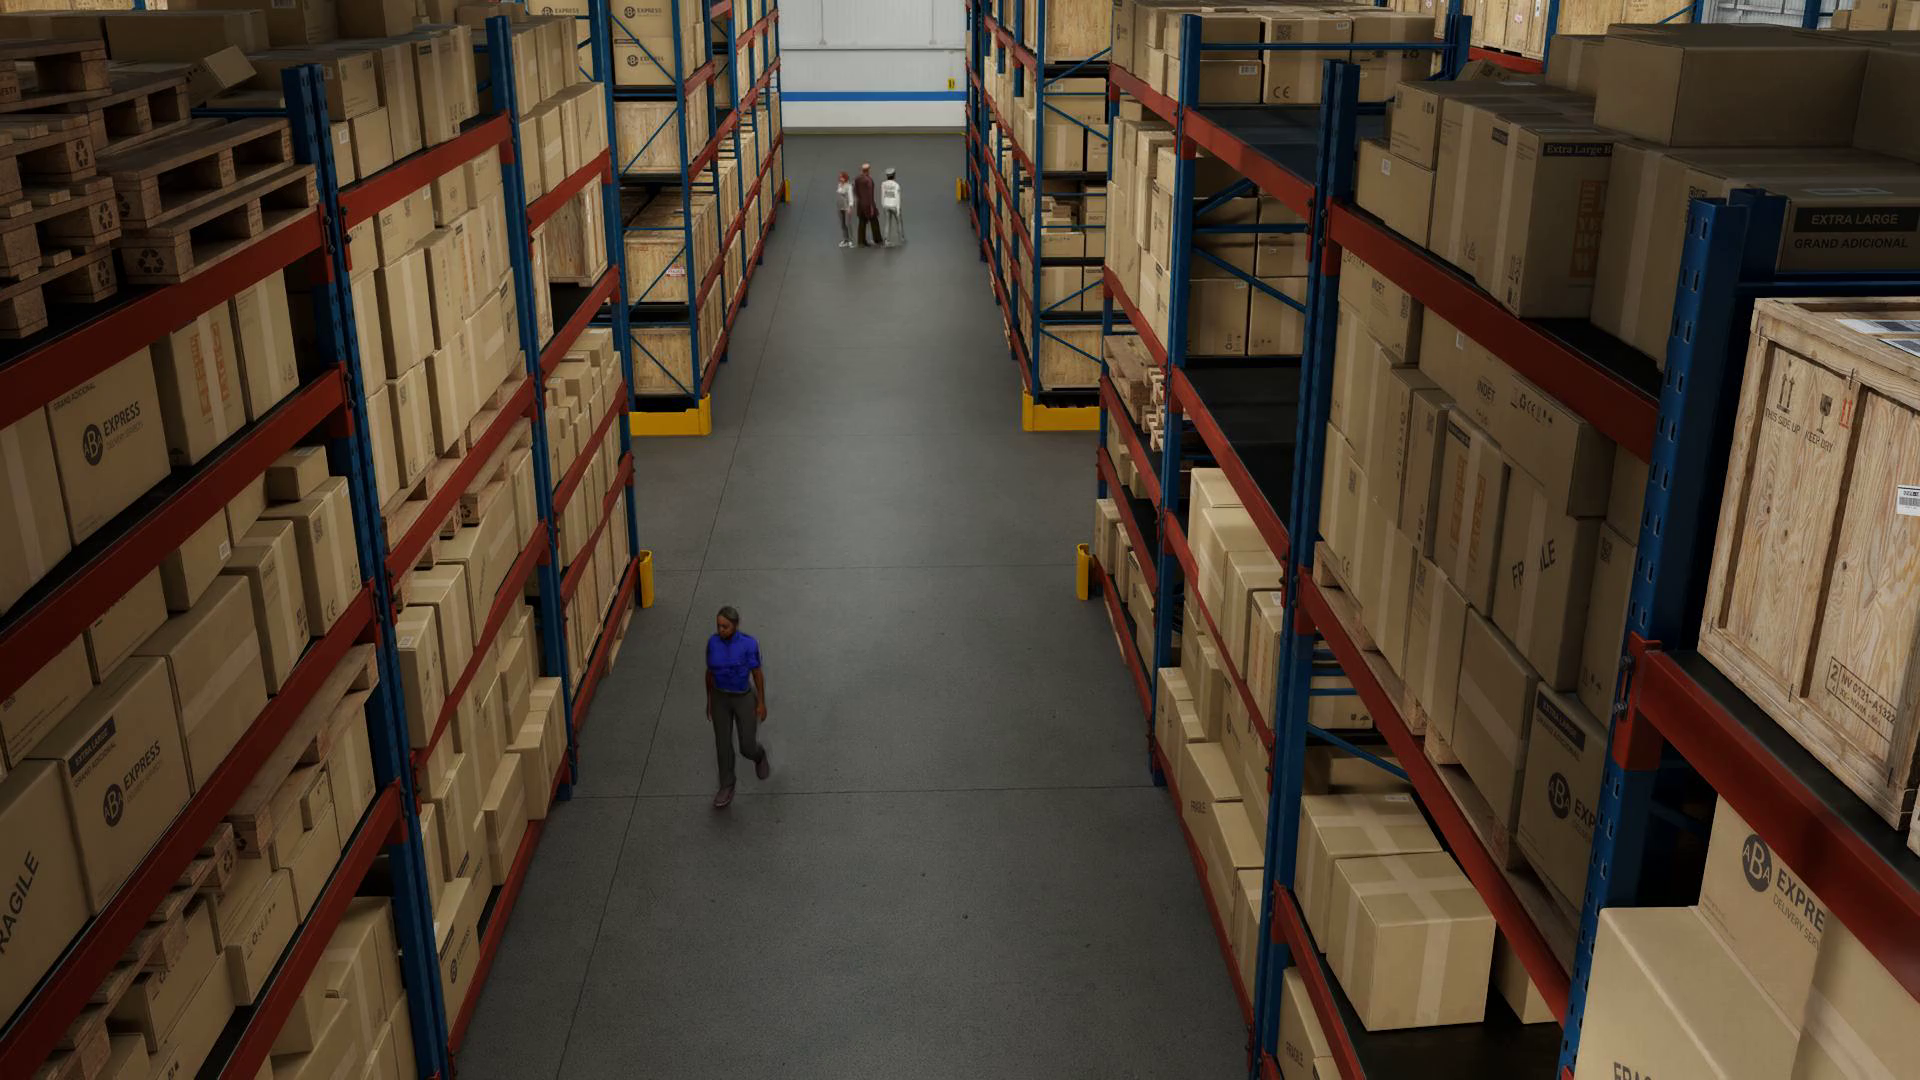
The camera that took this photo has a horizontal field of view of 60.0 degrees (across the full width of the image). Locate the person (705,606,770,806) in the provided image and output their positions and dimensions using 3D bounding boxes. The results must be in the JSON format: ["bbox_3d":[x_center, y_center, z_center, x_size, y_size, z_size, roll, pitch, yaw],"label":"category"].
[{"bbox_3d":[-1.766,1.270,13.192,0.494,1.665,0.549,5,21,13],"label":"person"}]

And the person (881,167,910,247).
[{"bbox_3d":[-1.419,-7.207,35.906,0.498,1.682,0.671,10,23,24],"label":"person"}]

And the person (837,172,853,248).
[{"bbox_3d":[-2.460,-7.099,35.725,0.444,1.606,0.319,19,28,41],"label":"person"}]

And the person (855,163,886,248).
[{"bbox_3d":[-1.925,-7.195,35.709,0.612,1.770,0.750,18,27,39],"label":"person"}]
